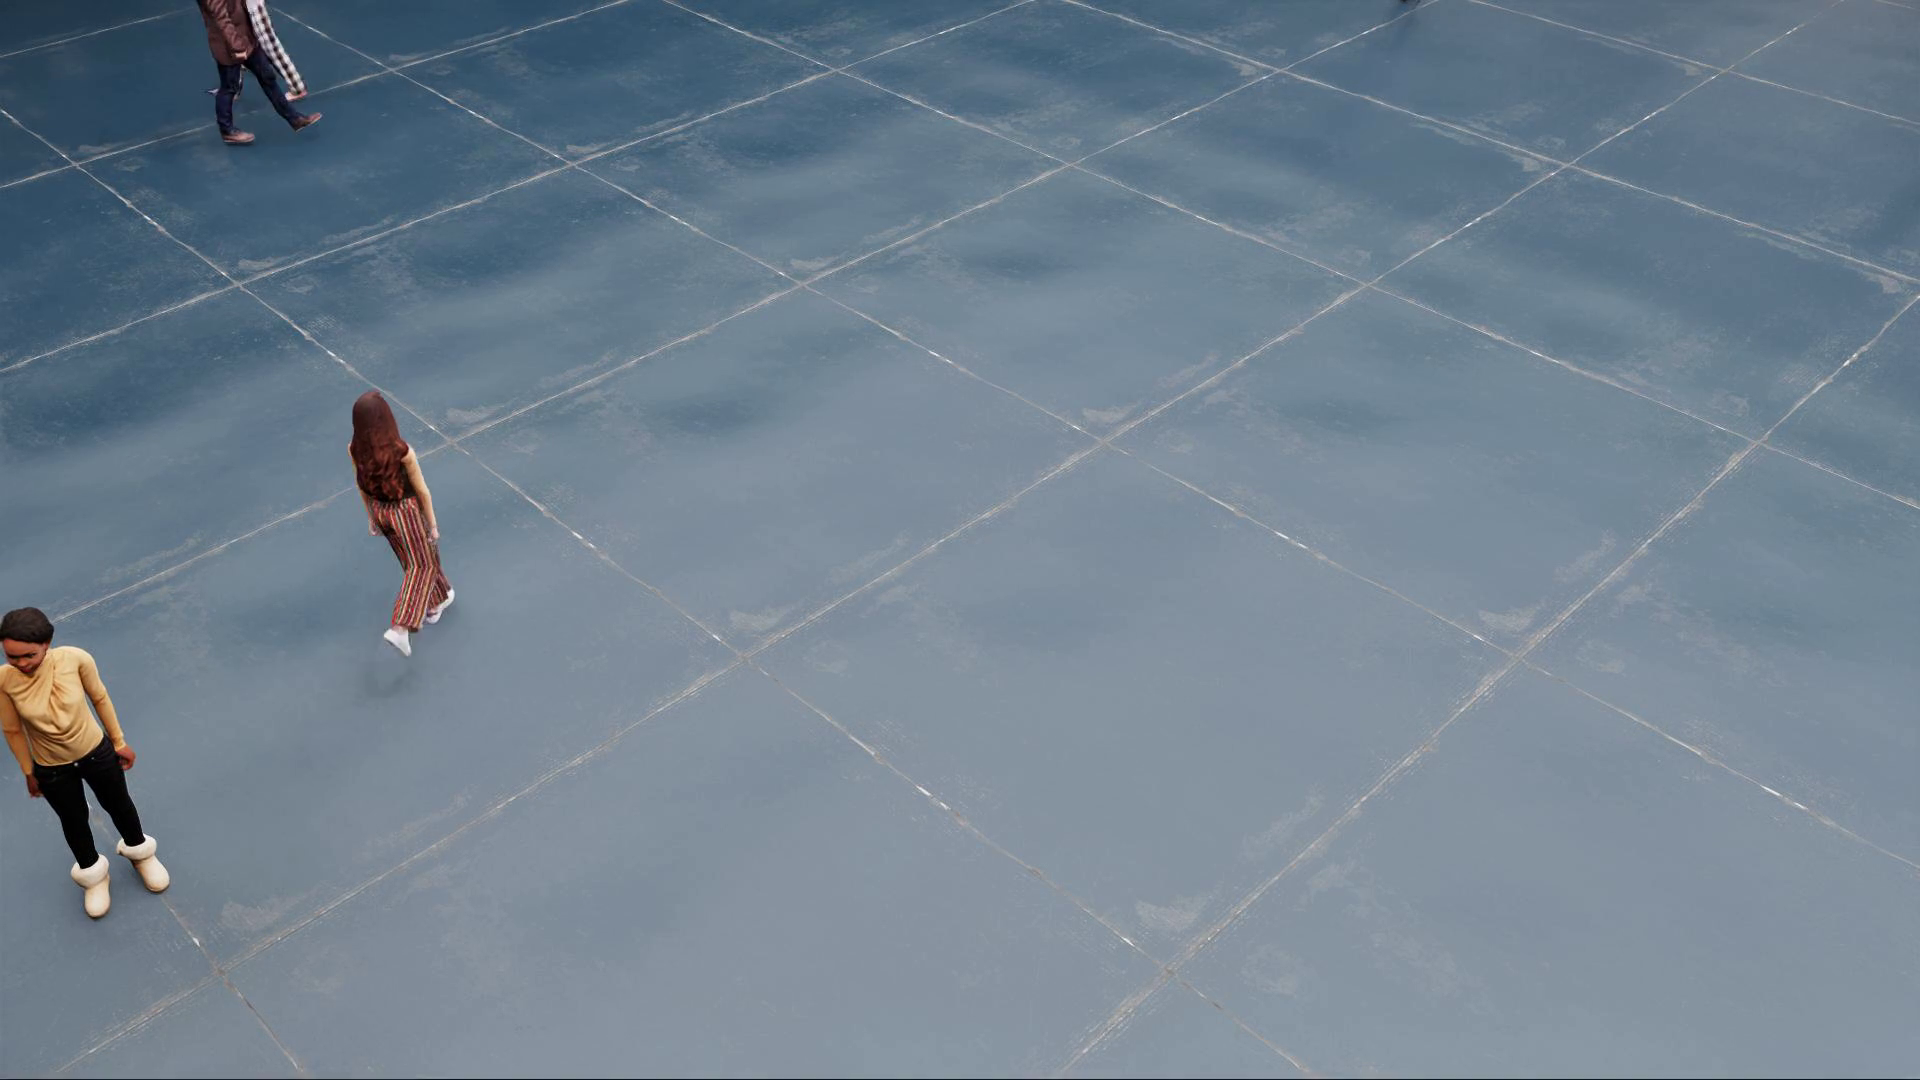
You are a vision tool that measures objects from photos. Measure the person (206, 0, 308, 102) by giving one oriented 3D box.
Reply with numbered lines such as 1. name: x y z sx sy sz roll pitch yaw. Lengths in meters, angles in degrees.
1. person: -6.190 -4.734 14.697 1.172 1.810 0.895 -15 40 -19

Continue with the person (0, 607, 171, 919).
1. person: -3.921 0.948 7.349 0.548 1.658 0.701 -21 42 -25

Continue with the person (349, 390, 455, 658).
1. person: -2.986 -0.078 8.790 0.857 1.547 1.017 8 38 10

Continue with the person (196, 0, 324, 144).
1. person: -6.213 -4.203 14.002 1.241 1.807 1.174 -1 37 -1
